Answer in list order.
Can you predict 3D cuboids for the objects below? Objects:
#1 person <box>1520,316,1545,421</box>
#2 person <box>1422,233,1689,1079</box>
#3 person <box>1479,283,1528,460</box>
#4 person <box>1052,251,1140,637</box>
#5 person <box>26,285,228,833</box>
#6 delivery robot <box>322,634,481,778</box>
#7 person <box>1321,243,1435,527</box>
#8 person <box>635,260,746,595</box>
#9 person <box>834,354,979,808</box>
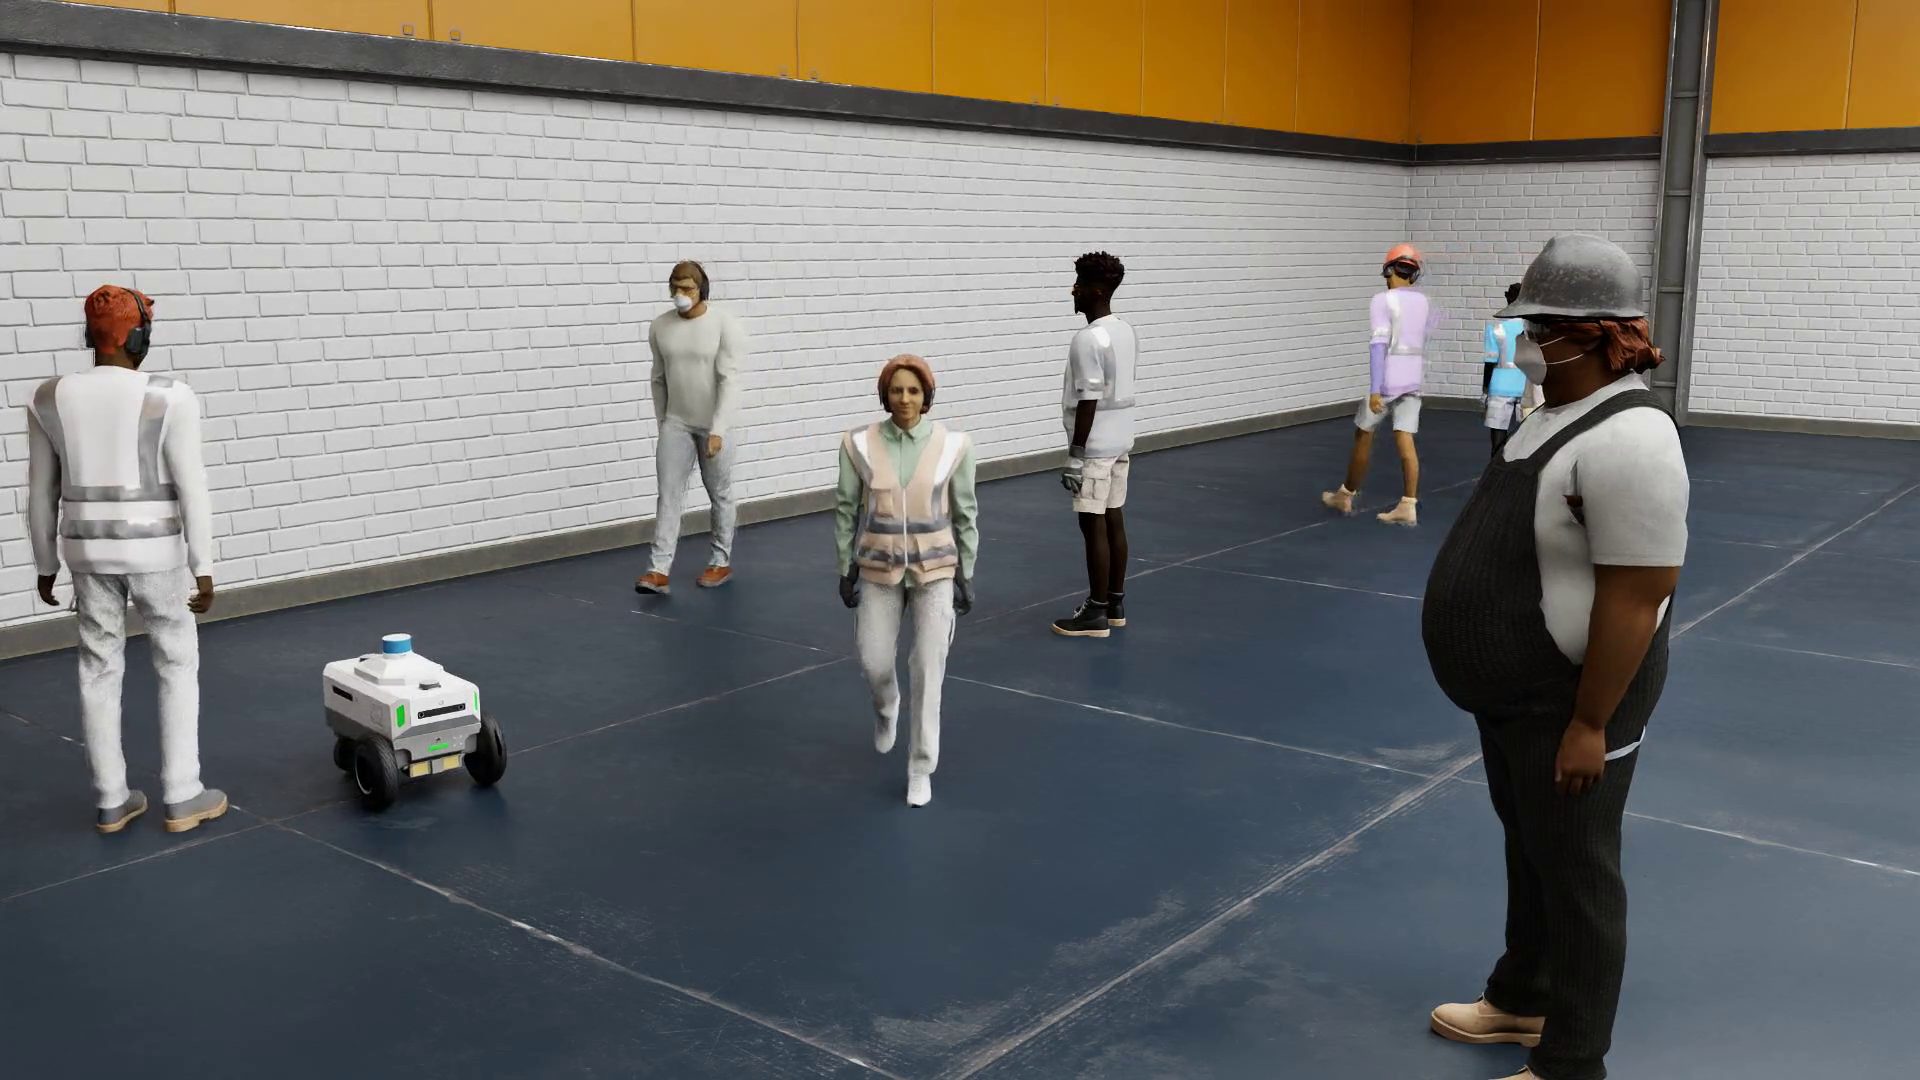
[{"bbox_3d":[4.175,-0.938,11.957,0.284,1.633,0.497,4,11,22],"label":"person"},{"bbox_3d":[1.351,0.317,3.875,0.538,2.000,0.684,1,10,3],"label":"person"},{"bbox_3d":[4.277,-1.132,12.856,0.541,1.695,0.315,-1,10,-3],"label":"person"},{"bbox_3d":[0.700,-0.487,8.534,0.367,1.966,0.606,5,11,26],"label":"person"},{"bbox_3d":[-2.871,0.074,5.703,0.635,1.875,0.350,-1,10,-4],"label":"person"},{"bbox_3d":[-2.088,0.594,6.198,0.477,0.478,0.707,-9,14,-42],"label":"delivery robot"},{"bbox_3d":[3.043,-1.120,11.981,0.643,1.989,0.970,-6,12,-31],"label":"person"},{"bbox_3d":[-1.542,-0.616,9.433,0.627,1.897,0.940,3,11,15],"label":"person"},{"bbox_3d":[-0.190,0.123,6.099,0.522,1.627,0.532,0,10,2],"label":"person"}]
